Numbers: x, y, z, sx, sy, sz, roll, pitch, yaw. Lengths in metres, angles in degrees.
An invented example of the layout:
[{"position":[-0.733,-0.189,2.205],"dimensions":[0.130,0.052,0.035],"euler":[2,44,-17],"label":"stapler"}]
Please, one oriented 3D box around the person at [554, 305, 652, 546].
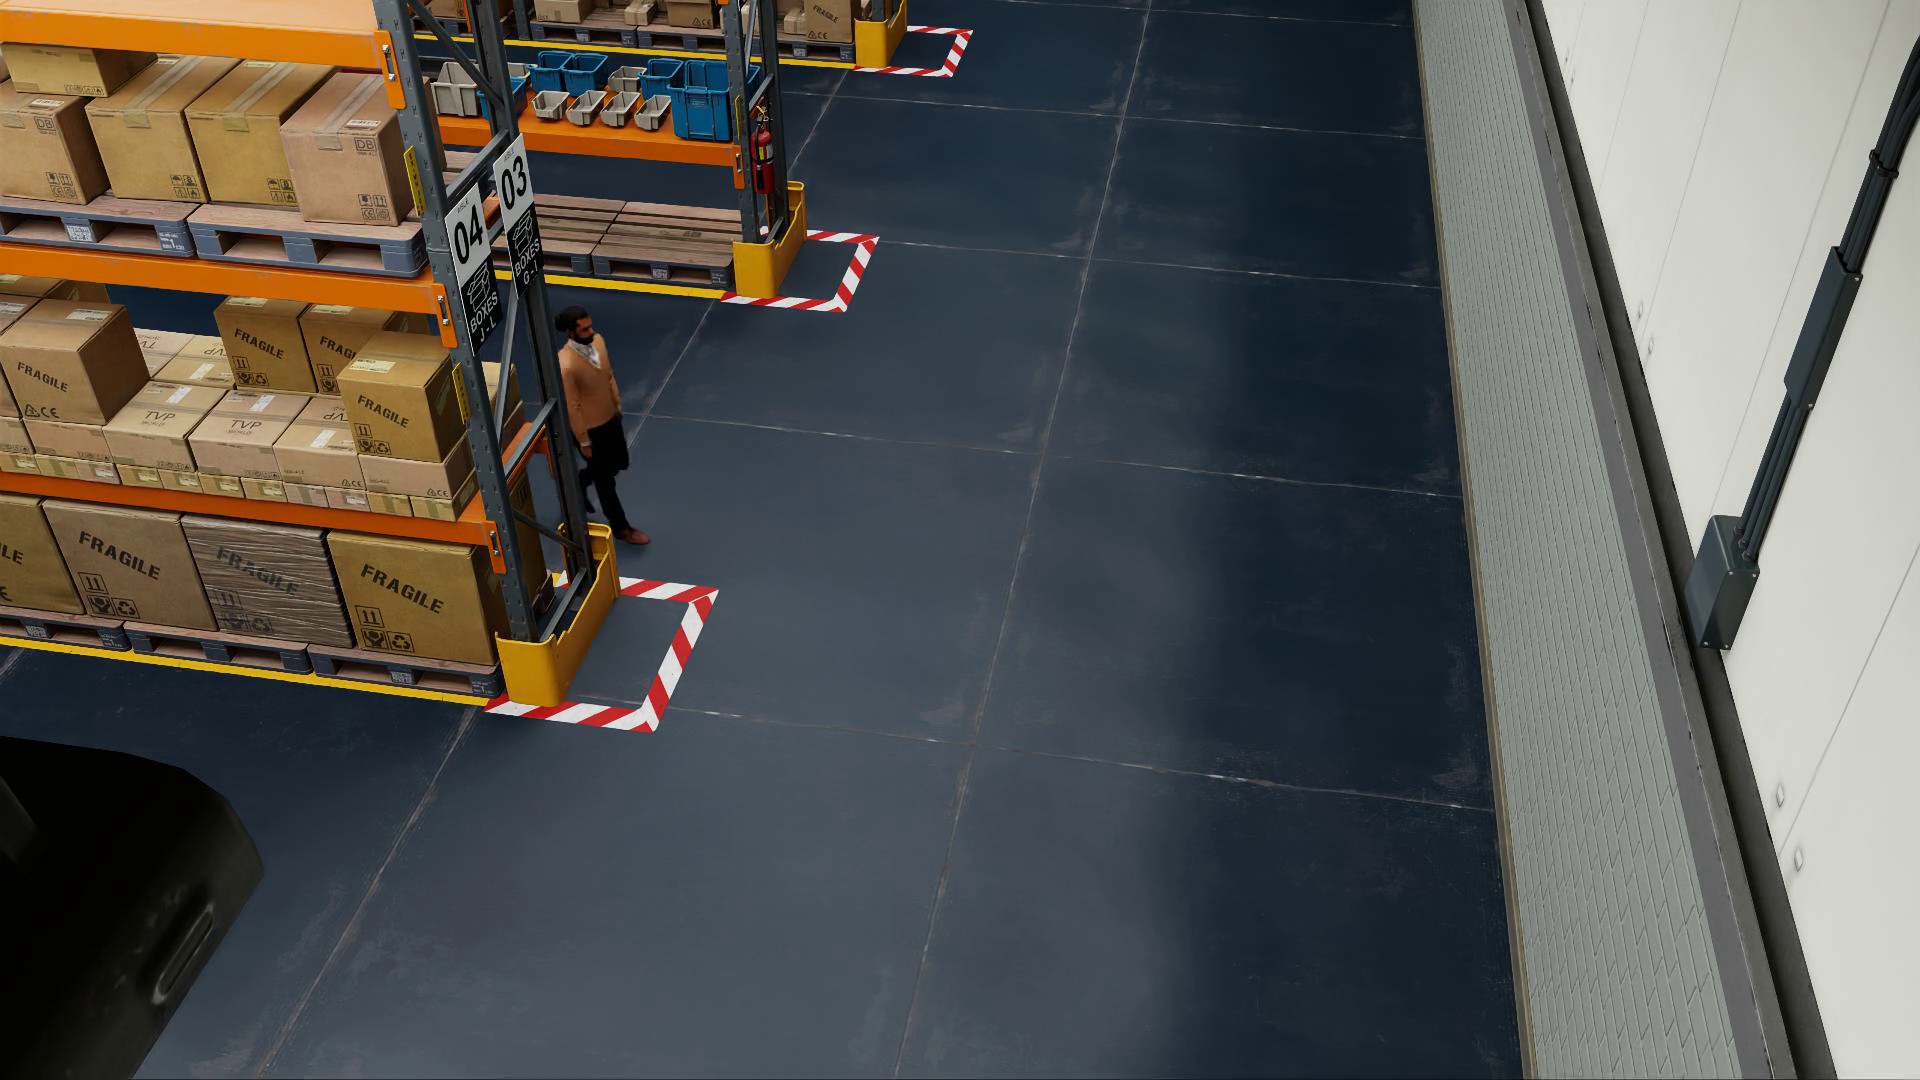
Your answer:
[{"position":[-2.426,-0.757,10.831],"dimensions":[1.033,1.738,0.805],"euler":[12,40,15],"label":"person"}]
